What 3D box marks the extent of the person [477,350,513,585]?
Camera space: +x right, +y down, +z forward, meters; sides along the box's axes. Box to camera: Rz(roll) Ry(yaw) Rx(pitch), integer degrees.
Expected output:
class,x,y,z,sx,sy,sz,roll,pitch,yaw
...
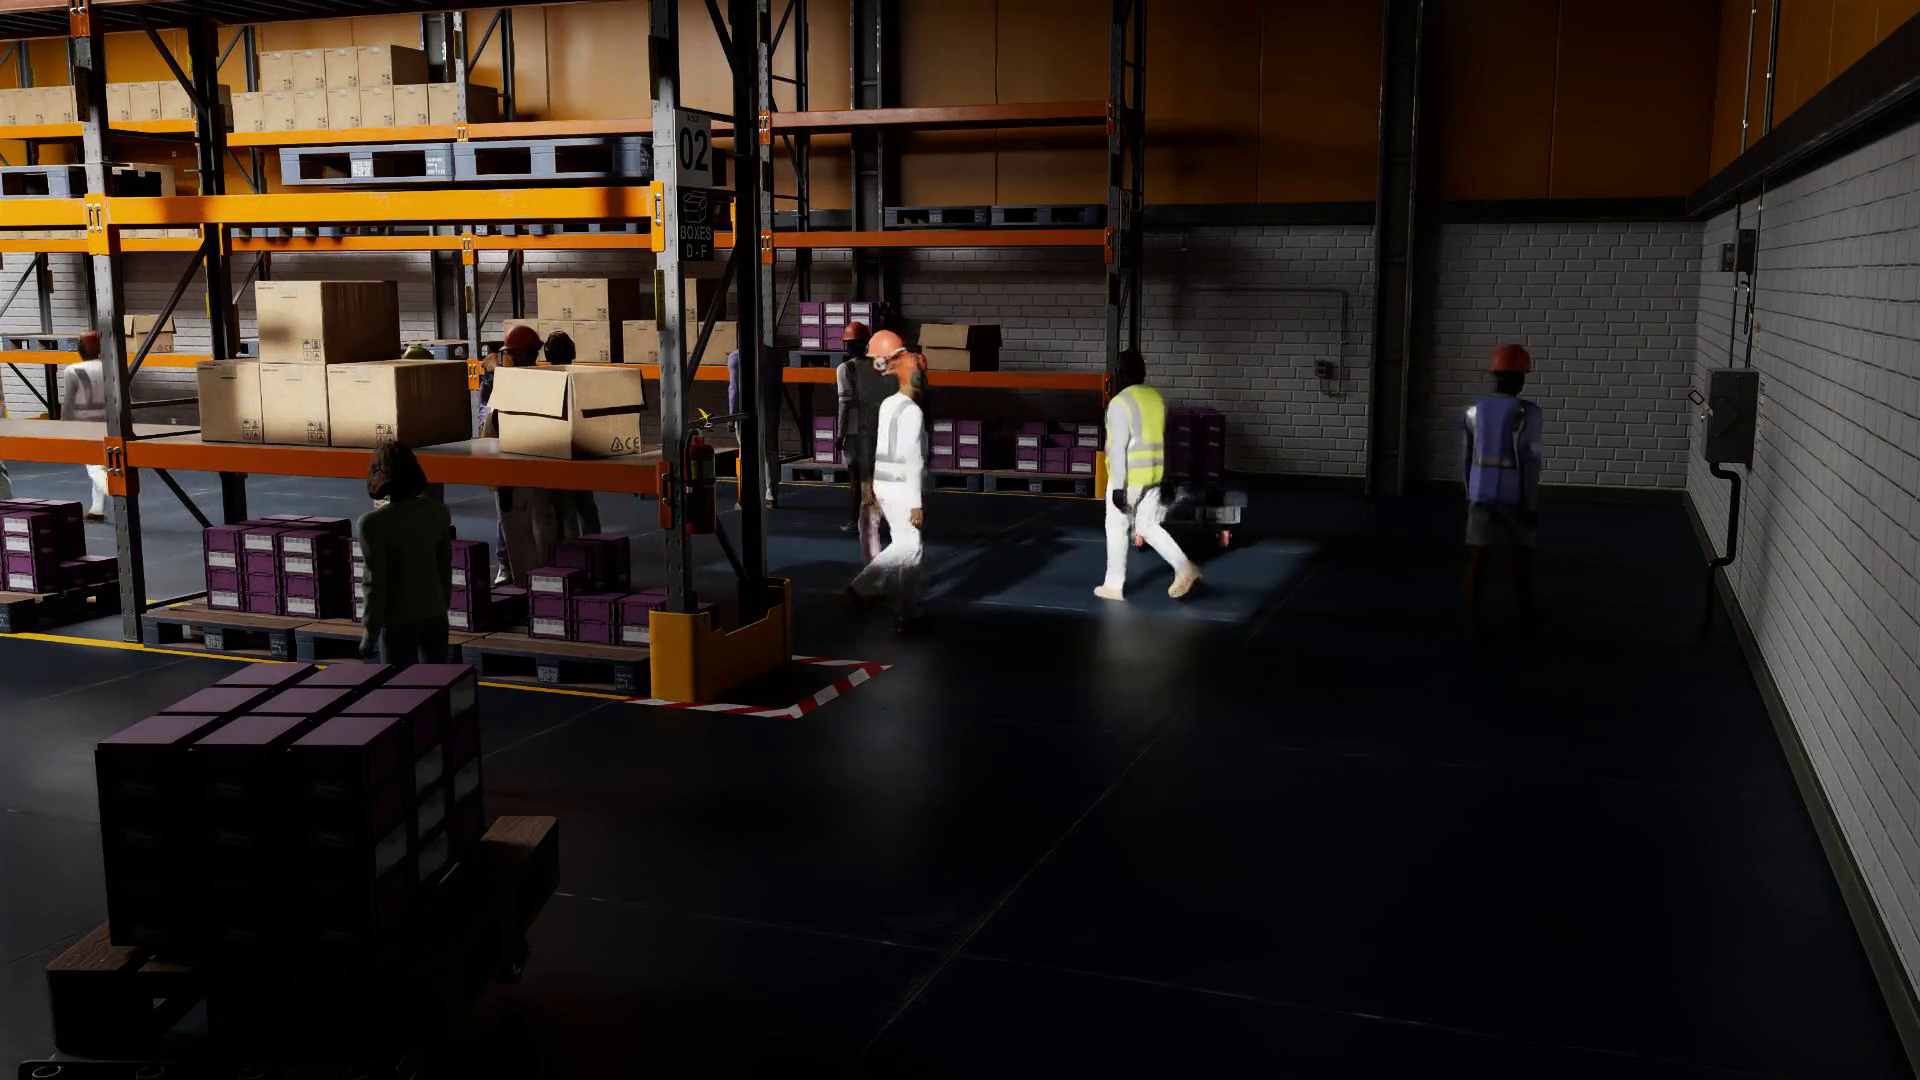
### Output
class,x,y,z,sx,sy,sz,roll,pitch,yaw
person,-3.337,-0.608,12.698,0.653,1.906,0.408,-2,9,-14

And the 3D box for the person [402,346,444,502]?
class,x,y,z,sx,sy,sz,roll,pitch,yaw
person,-4.029,-0.538,12.486,0.403,1.833,0.590,-1,9,-7

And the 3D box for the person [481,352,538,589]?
class,x,y,z,sx,sy,sz,roll,pitch,yaw
person,-3.120,-0.383,11.534,0.430,1.835,0.621,-2,9,-10

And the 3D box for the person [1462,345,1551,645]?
class,x,y,z,sx,sy,sz,roll,pitch,yaw
person,3.550,-0.296,10.730,0.570,1.905,0.875,9,13,44

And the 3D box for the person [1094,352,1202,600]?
class,x,y,z,sx,sy,sz,roll,pitch,yaw
person,1.336,-0.439,11.945,0.661,1.811,0.750,-9,13,-44

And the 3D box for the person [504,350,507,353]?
class,x,y,z,sx,sy,sz,roll,pitch,yaw
person,-3.802,-0.860,14.401,0.512,1.869,0.328,-8,12,-42

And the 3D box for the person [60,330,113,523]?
class,x,y,z,sx,sy,sz,roll,pitch,yaw
person,-8.016,-1.030,15.546,0.895,1.857,0.568,4,10,25

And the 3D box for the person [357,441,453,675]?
class,x,y,z,sx,sy,sz,roll,pitch,yaw
person,-2.455,0.372,7.393,0.288,1.633,0.499,5,10,30

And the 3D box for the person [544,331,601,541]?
class,x,y,z,sx,sy,sz,roll,pitch,yaw
person,-2.970,-0.604,12.584,0.377,1.936,0.628,5,10,28

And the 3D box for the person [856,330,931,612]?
class,x,y,z,sx,sy,sz,roll,pitch,yaw
person,-0.490,-0.469,11.606,0.651,1.974,0.617,-5,11,-30

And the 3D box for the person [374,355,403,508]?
class,x,y,z,sx,sy,sz,roll,pitch,yaw
person,-5.775,-1.242,16.881,0.430,1.845,0.621,4,10,26

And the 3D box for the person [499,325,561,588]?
class,x,y,z,sx,sy,sz,roll,pitch,yaw
person,-3.169,-0.583,12.266,0.402,1.990,0.622,0,9,3

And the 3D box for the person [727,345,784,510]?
class,x,y,z,sx,sy,sz,roll,pitch,yaw
person,-2.055,-1.253,16.666,0.627,1.934,0.372,-8,12,-40

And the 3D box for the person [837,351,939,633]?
class,x,y,z,sx,sy,sz,roll,pitch,yaw
person,-0.452,-0.302,10.905,0.574,1.865,0.590,-3,10,-20

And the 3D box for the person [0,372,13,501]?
class,x,y,z,sx,sy,sz,roll,pitch,yaw
person,-8.711,-0.959,14.845,0.383,1.924,0.589,-9,13,-44

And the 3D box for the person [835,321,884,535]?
class,x,y,z,sx,sy,sz,roll,pitch,yaw
person,-0.928,-1.019,15.177,0.550,1.935,0.376,-9,13,-44
